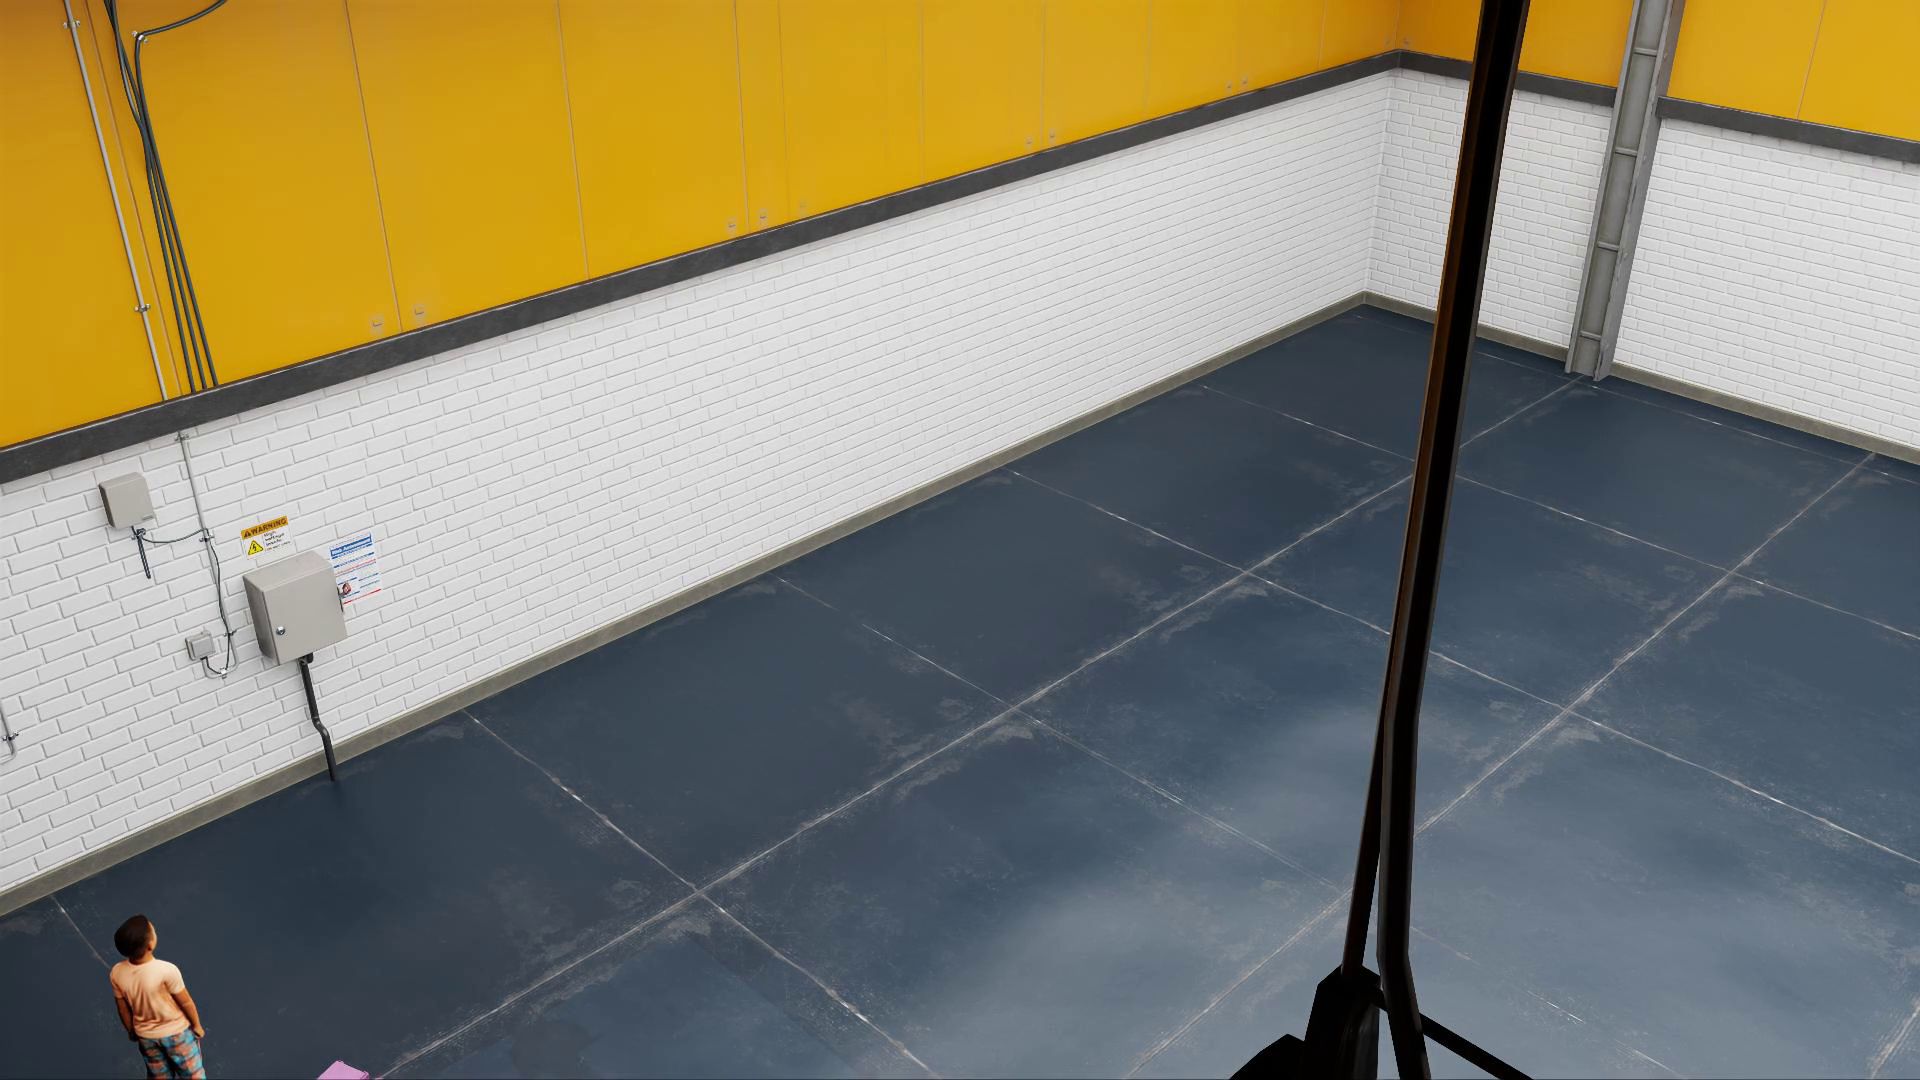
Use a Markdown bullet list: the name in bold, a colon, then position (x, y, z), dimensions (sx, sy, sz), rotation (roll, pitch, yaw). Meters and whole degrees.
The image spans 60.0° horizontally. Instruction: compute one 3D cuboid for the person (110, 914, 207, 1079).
- **person**: position (-4.212, 2.583, 8.790), dimensions (0.605, 1.461, 0.653), rotation (-2, 29, -4)
